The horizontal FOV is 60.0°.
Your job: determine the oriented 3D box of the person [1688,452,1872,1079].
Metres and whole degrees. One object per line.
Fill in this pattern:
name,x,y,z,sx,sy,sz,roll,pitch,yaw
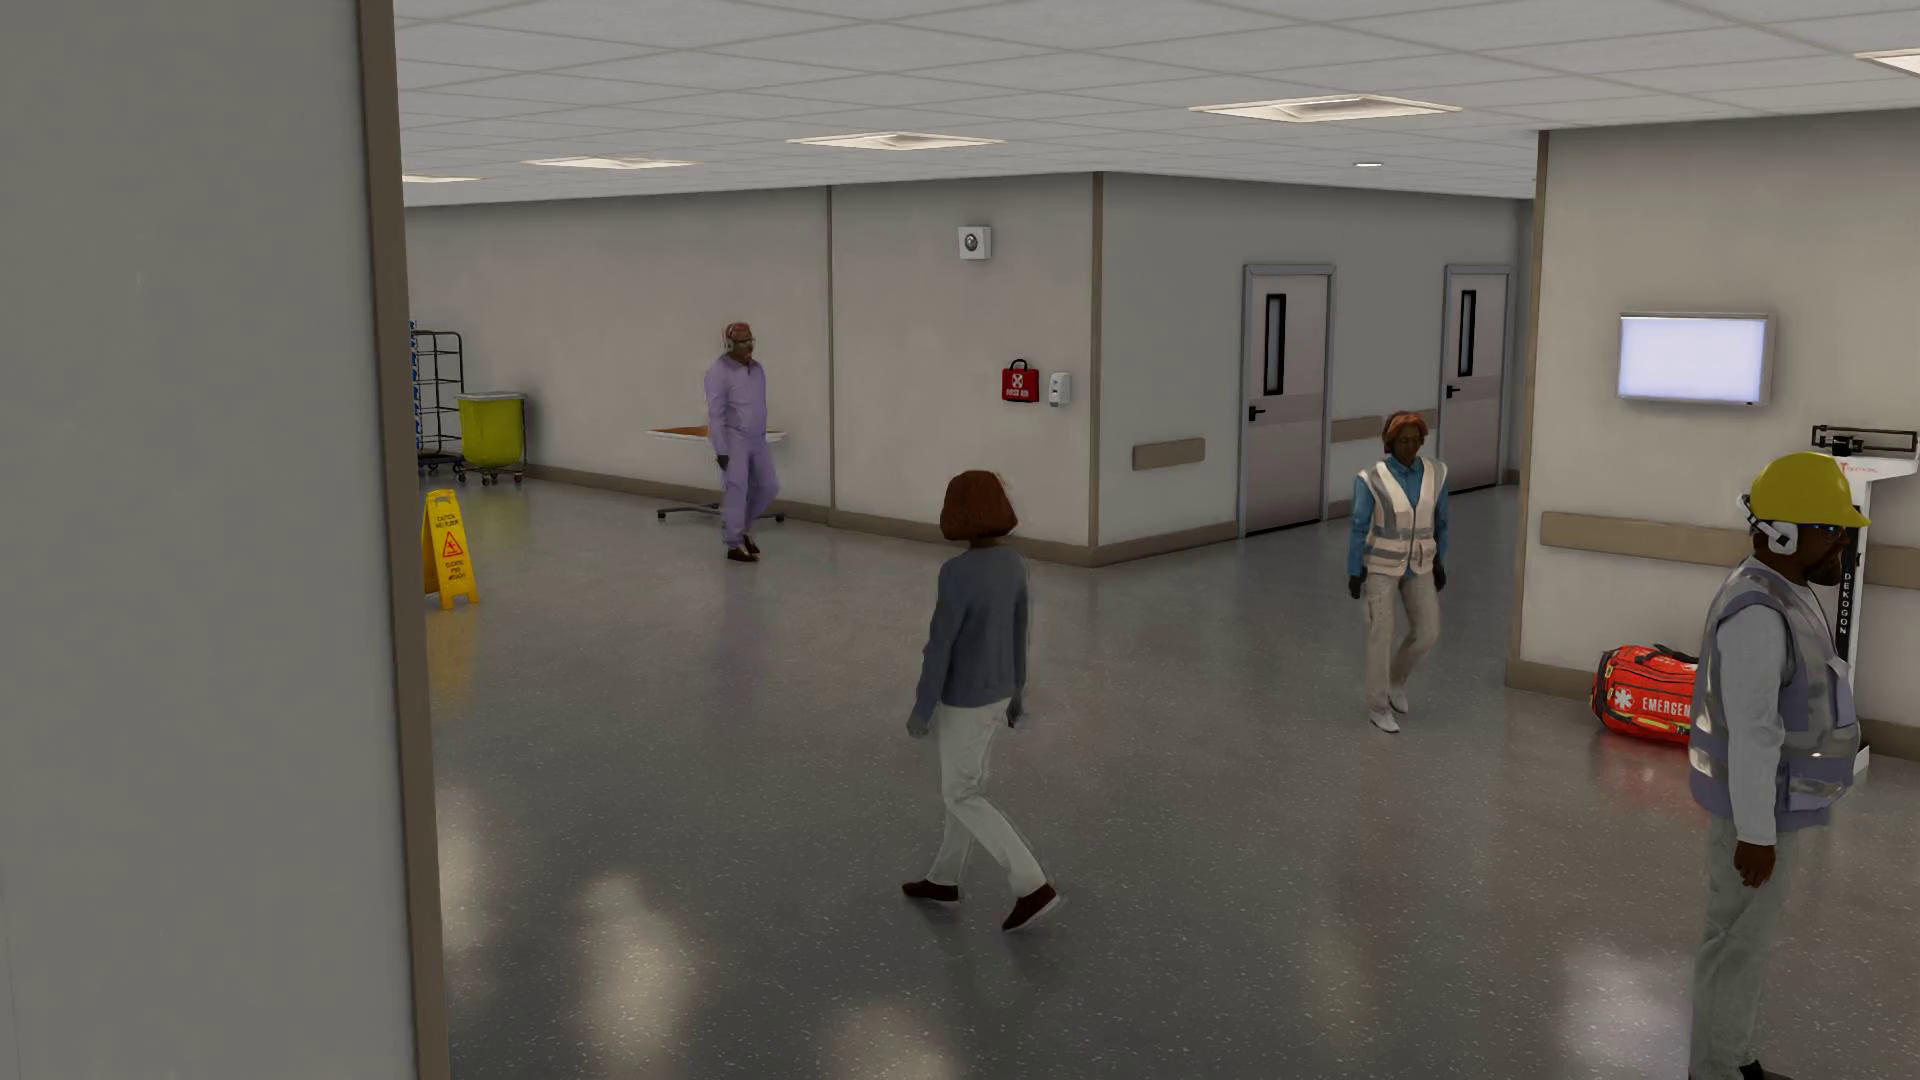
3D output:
person,2.144,0.675,4.410,0.403,1.830,0.601,5,11,28

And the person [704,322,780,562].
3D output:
person,-1.693,-0.763,13.061,0.445,1.884,0.668,6,11,32

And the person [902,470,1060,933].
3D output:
person,0.064,0.559,5.804,0.665,1.610,0.516,5,11,30

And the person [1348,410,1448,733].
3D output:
person,2.160,0.149,8.279,0.536,1.614,0.458,-2,10,-14
